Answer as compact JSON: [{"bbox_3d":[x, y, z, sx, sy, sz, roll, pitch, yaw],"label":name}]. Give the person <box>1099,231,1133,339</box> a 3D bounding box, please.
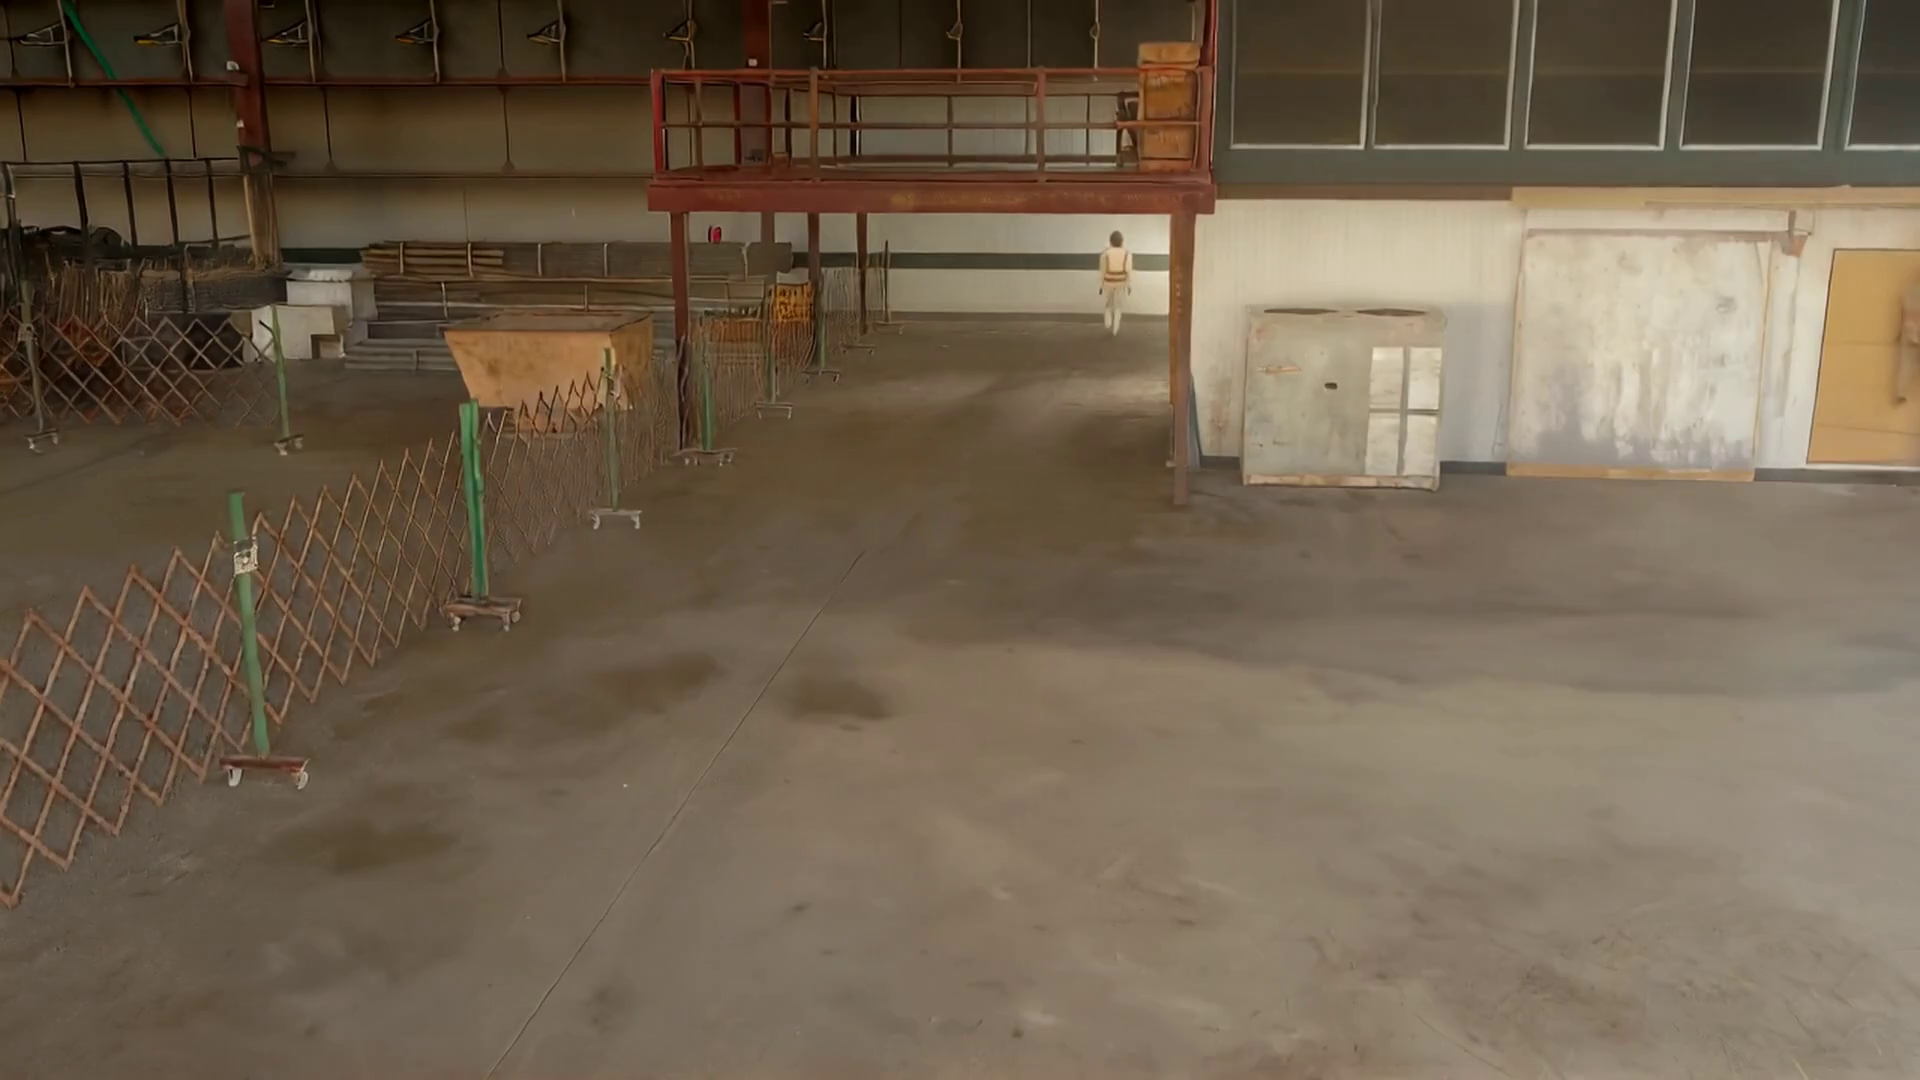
[{"bbox_3d":[2.739,-4.475,29.190,0.583,1.863,0.692,1,14,6],"label":"person"}]
